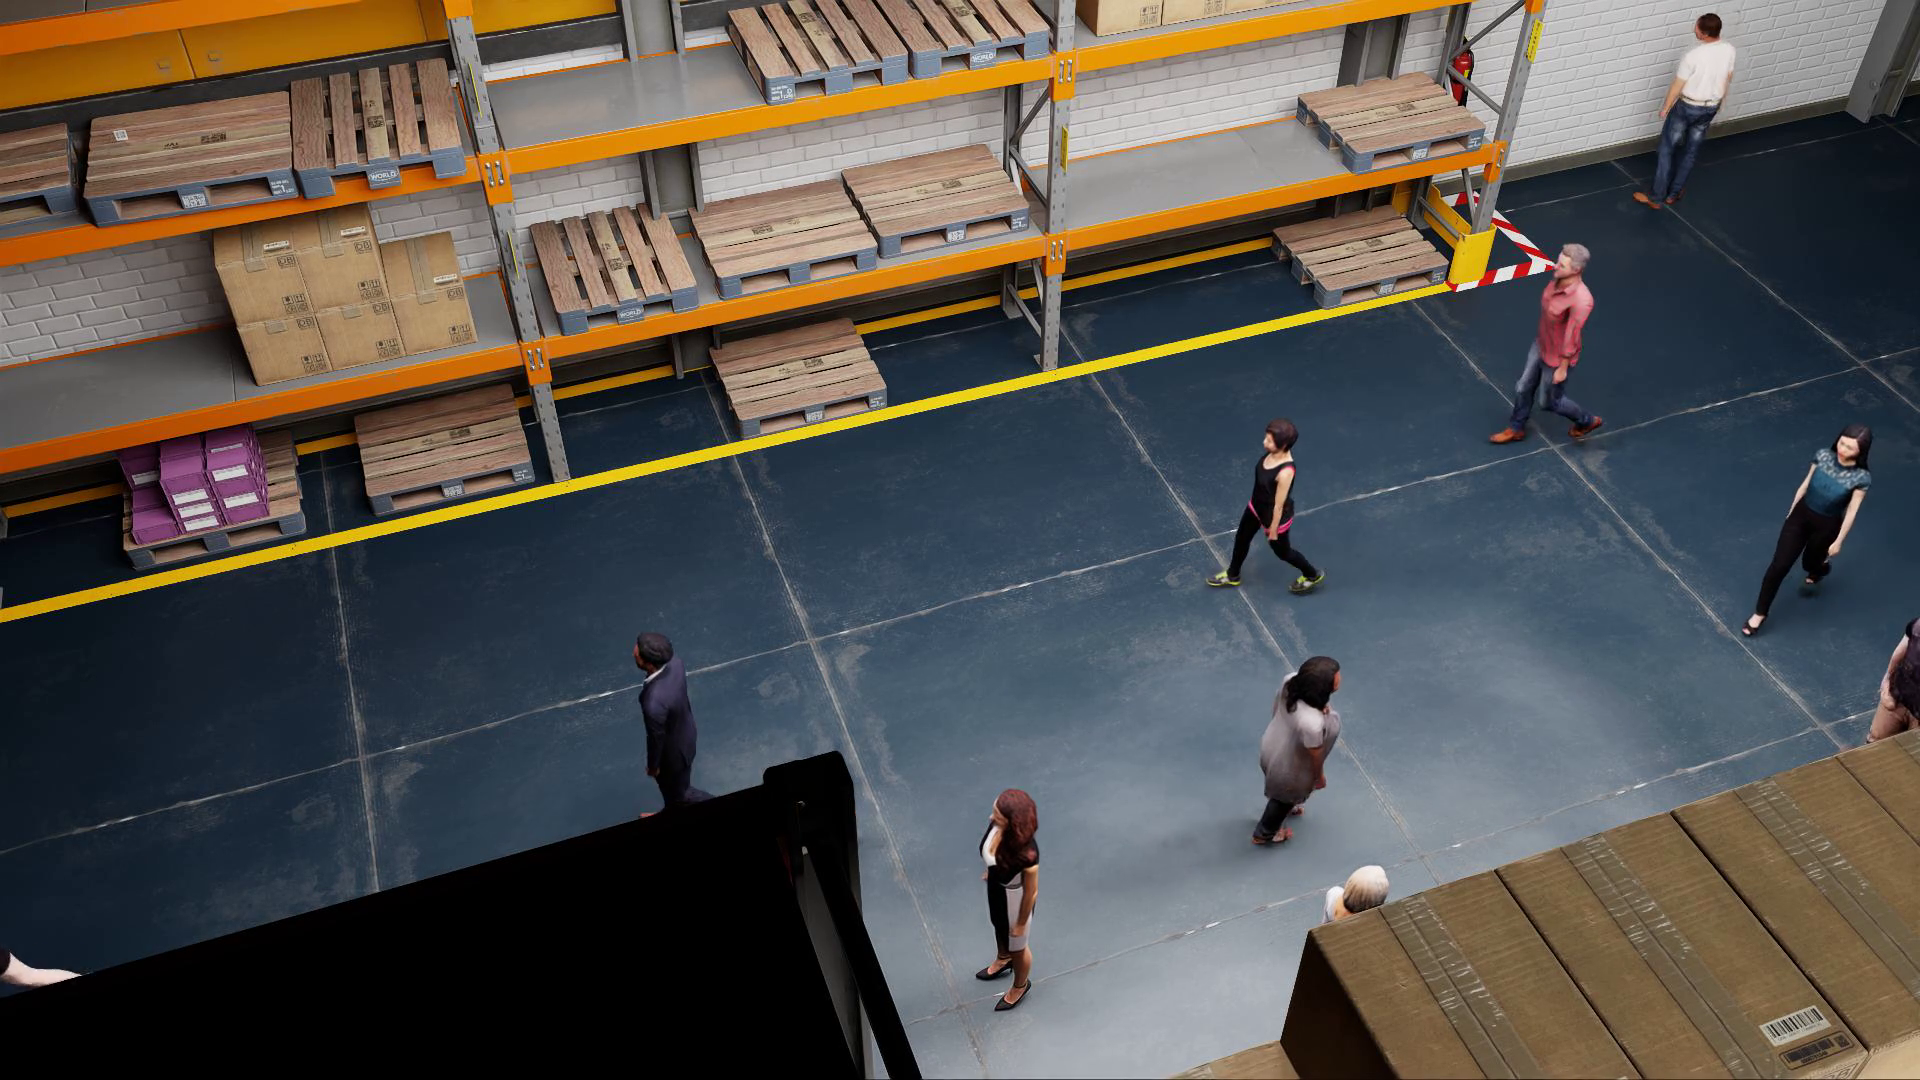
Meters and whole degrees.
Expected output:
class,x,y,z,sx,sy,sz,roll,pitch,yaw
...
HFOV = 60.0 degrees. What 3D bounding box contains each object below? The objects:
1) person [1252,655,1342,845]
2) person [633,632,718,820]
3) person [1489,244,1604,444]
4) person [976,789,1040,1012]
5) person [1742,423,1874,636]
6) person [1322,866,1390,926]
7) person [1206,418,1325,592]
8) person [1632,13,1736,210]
class,x,y,z,sx,sy,sz,roll,pitch,yaw
person,1.872,1.252,9.686,0.700,1.591,0.678,-7,44,-8
person,-1.587,1.192,9.667,1.094,1.704,0.871,2,44,2
person,4.489,-1.398,12.310,1.080,1.808,0.840,-2,44,-2
person,0.264,1.905,8.853,0.488,1.795,0.587,-16,46,-16
person,5.709,-0.103,11.023,1.107,1.709,0.777,-28,50,-26
person,1.970,2.231,8.542,0.565,1.752,0.599,-23,48,-22
person,2.193,-0.197,11.261,1.080,1.516,0.726,-4,44,-4
person,6.579,-3.831,14.850,0.675,1.827,0.866,8,44,8
